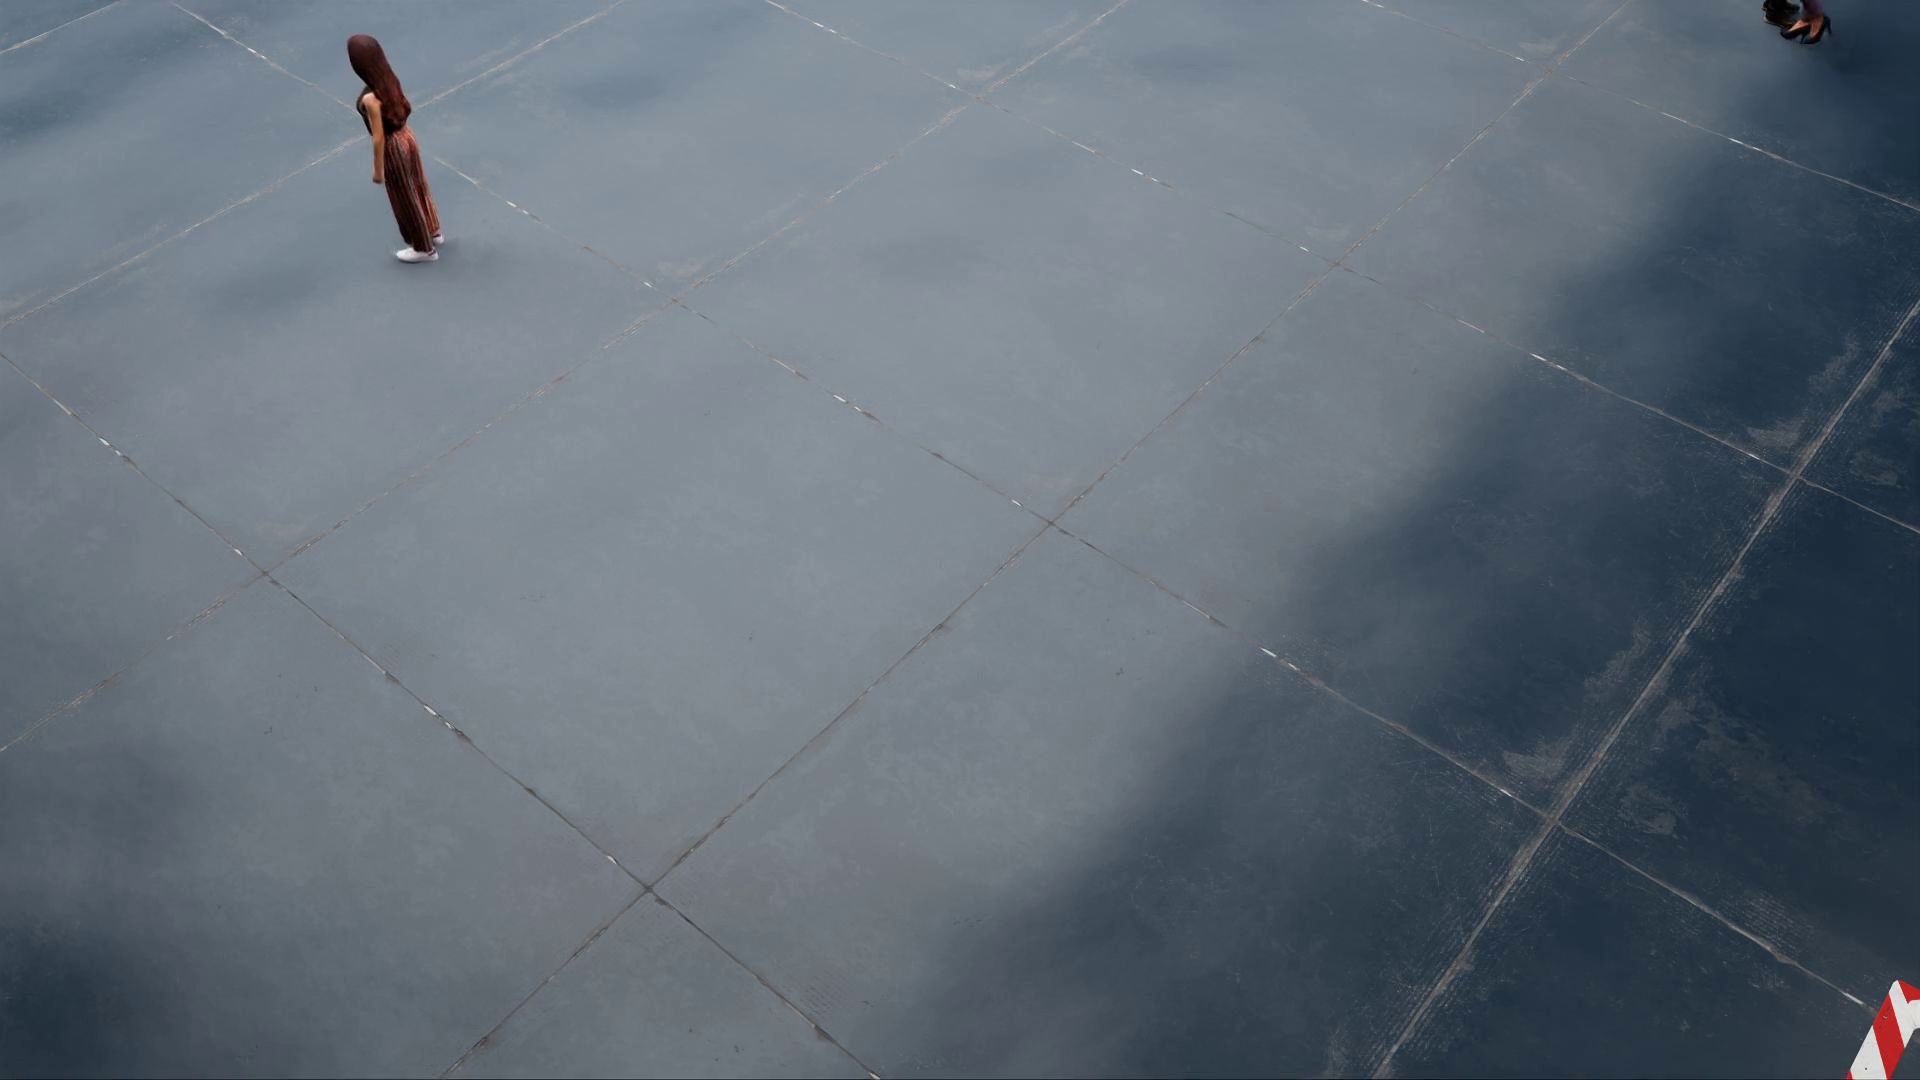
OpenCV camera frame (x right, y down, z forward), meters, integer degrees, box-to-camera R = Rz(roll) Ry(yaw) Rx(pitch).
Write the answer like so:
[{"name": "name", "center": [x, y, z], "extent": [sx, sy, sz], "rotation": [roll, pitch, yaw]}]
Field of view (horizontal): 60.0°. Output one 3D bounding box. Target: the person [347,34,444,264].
[{"name": "person", "center": [-3.463, -2.406, 10.226], "extent": [0.703, 1.562, 0.670], "rotation": [4, 47, 4]}]
